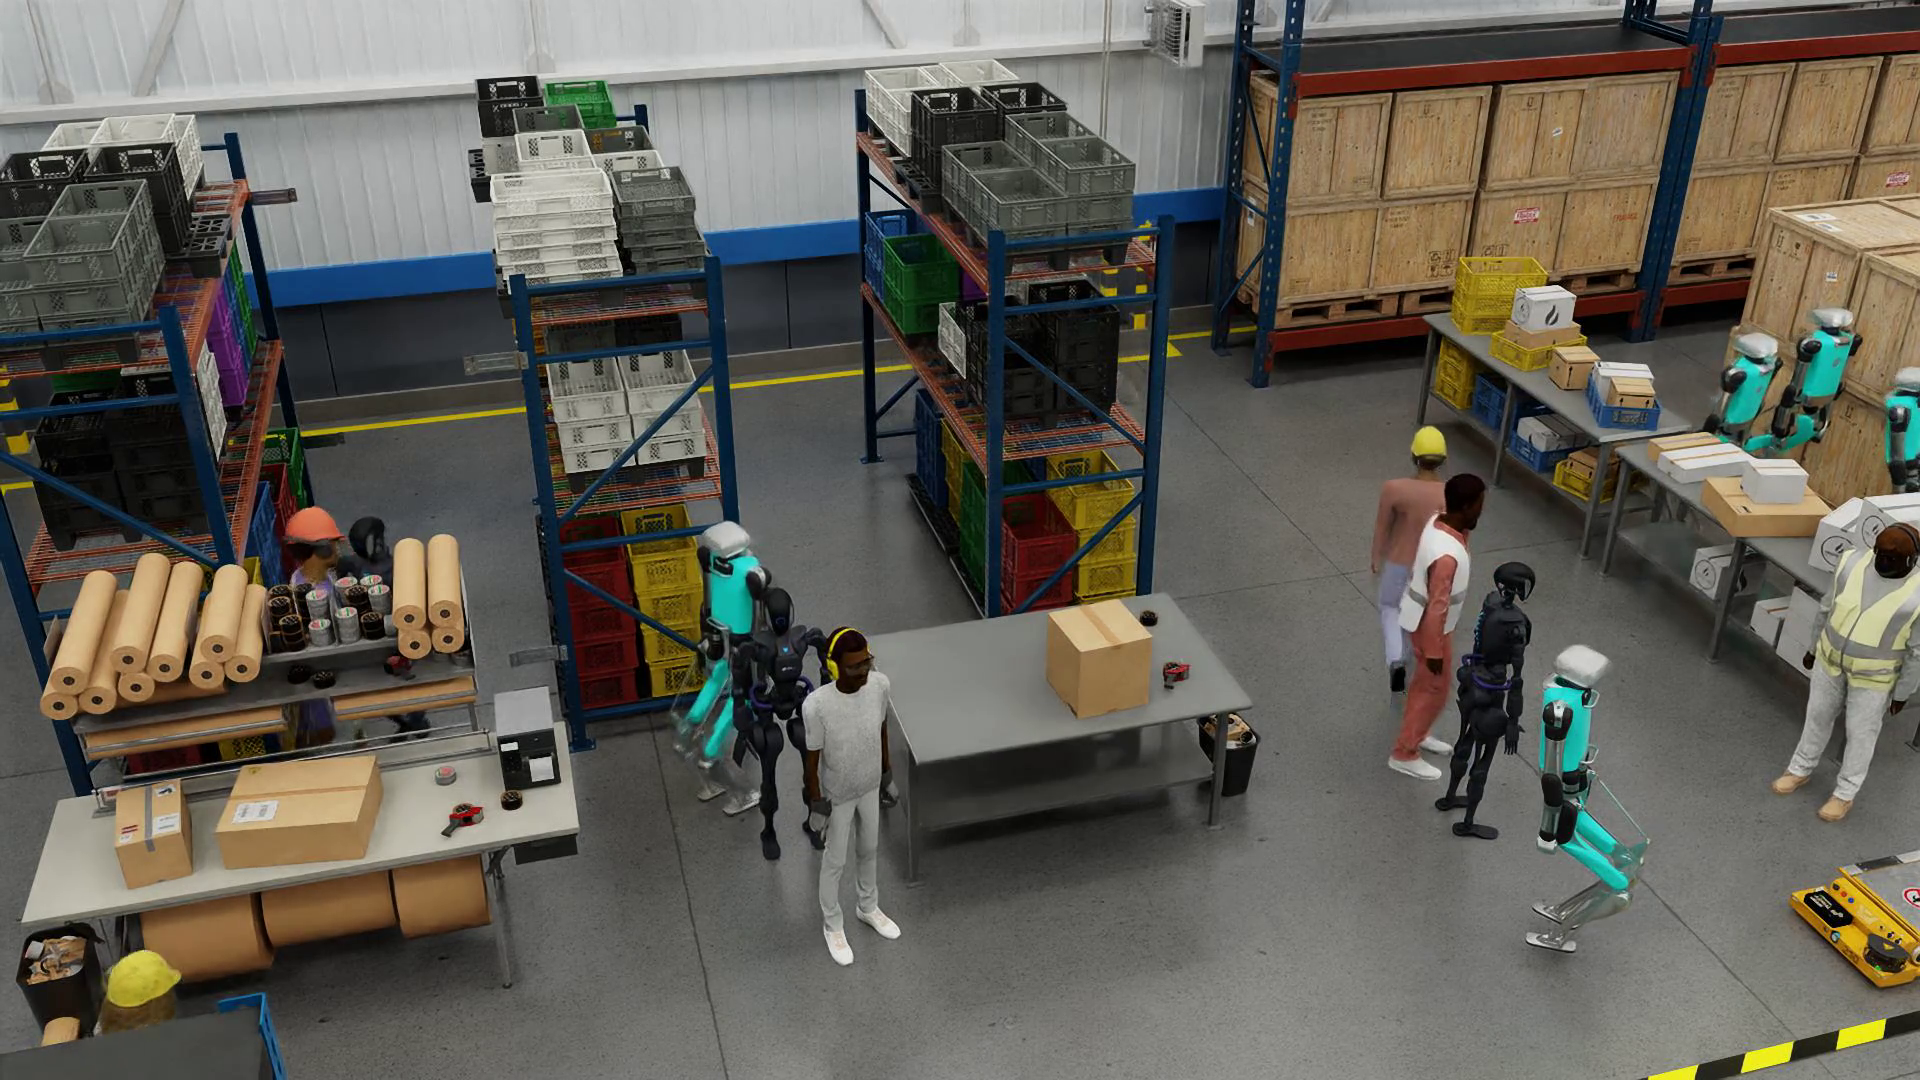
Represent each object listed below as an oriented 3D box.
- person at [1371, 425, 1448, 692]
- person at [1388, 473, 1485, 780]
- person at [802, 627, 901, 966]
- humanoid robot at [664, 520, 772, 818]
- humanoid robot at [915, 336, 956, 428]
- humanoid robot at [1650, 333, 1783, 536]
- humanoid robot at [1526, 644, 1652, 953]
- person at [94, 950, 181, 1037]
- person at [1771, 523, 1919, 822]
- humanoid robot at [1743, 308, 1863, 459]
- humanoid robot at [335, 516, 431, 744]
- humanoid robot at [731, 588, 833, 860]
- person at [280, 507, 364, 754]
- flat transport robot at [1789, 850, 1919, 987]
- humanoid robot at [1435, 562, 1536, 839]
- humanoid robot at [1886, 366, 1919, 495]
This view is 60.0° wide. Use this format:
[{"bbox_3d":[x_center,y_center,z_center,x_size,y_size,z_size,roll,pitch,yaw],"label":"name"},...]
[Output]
[{"bbox_3d":[2.837,0.138,10.383,0.517,1.746,0.657,2,29,4],"label":"person"},{"bbox_3d":[2.736,0.495,9.570,0.438,1.901,0.613,7,30,13],"label":"person"},{"bbox_3d":[-0.524,1.249,8.222,0.509,1.876,0.329,-21,35,-33],"label":"person"},{"bbox_3d":[-1.376,0.770,9.182,0.538,1.745,0.690,25,37,38],"label":"humanoid robot"},{"bbox_3d":[-0.194,-1.661,13.731,0.371,1.642,0.609,-4,29,-7],"label":"humanoid robot"},{"bbox_3d":[5.325,-0.703,11.970,0.548,1.817,0.763,-17,33,-28],"label":"humanoid robot"},{"bbox_3d":[3.115,1.316,8.103,0.735,1.677,0.533,16,32,26],"label":"humanoid robot"},{"bbox_3d":[-3.069,2.318,6.436,0.485,1.723,0.438,15,32,25],"label":"person"},{"bbox_3d":[4.993,0.717,9.239,0.429,1.834,0.631,-17,33,-28],"label":"person"},{"bbox_3d":[6.088,-0.934,12.292,0.544,1.761,0.676,-11,31,-20],"label":"humanoid robot"},{"bbox_3d":[-3.289,0.582,9.637,0.590,1.652,0.412,8,30,14],"label":"humanoid robot"},{"bbox_3d":[-0.933,0.968,8.929,0.610,1.649,0.303,-11,31,-19],"label":"humanoid robot"},{"bbox_3d":[-3.344,0.823,8.886,0.362,2.005,0.793,-7,29,-12],"label":"person"},{"bbox_3d":[5.163,1.916,8.676,1.431,0.231,0.659,-8,30,-14],"label":"flat transport robot"},{"bbox_3d":[2.907,0.851,9.135,0.315,1.657,0.599,-2,29,-4],"label":"humanoid robot"},{"bbox_3d":[6.575,-0.250,11.131,0.956,1.758,0.543,18,33,29],"label":"humanoid robot"}]
